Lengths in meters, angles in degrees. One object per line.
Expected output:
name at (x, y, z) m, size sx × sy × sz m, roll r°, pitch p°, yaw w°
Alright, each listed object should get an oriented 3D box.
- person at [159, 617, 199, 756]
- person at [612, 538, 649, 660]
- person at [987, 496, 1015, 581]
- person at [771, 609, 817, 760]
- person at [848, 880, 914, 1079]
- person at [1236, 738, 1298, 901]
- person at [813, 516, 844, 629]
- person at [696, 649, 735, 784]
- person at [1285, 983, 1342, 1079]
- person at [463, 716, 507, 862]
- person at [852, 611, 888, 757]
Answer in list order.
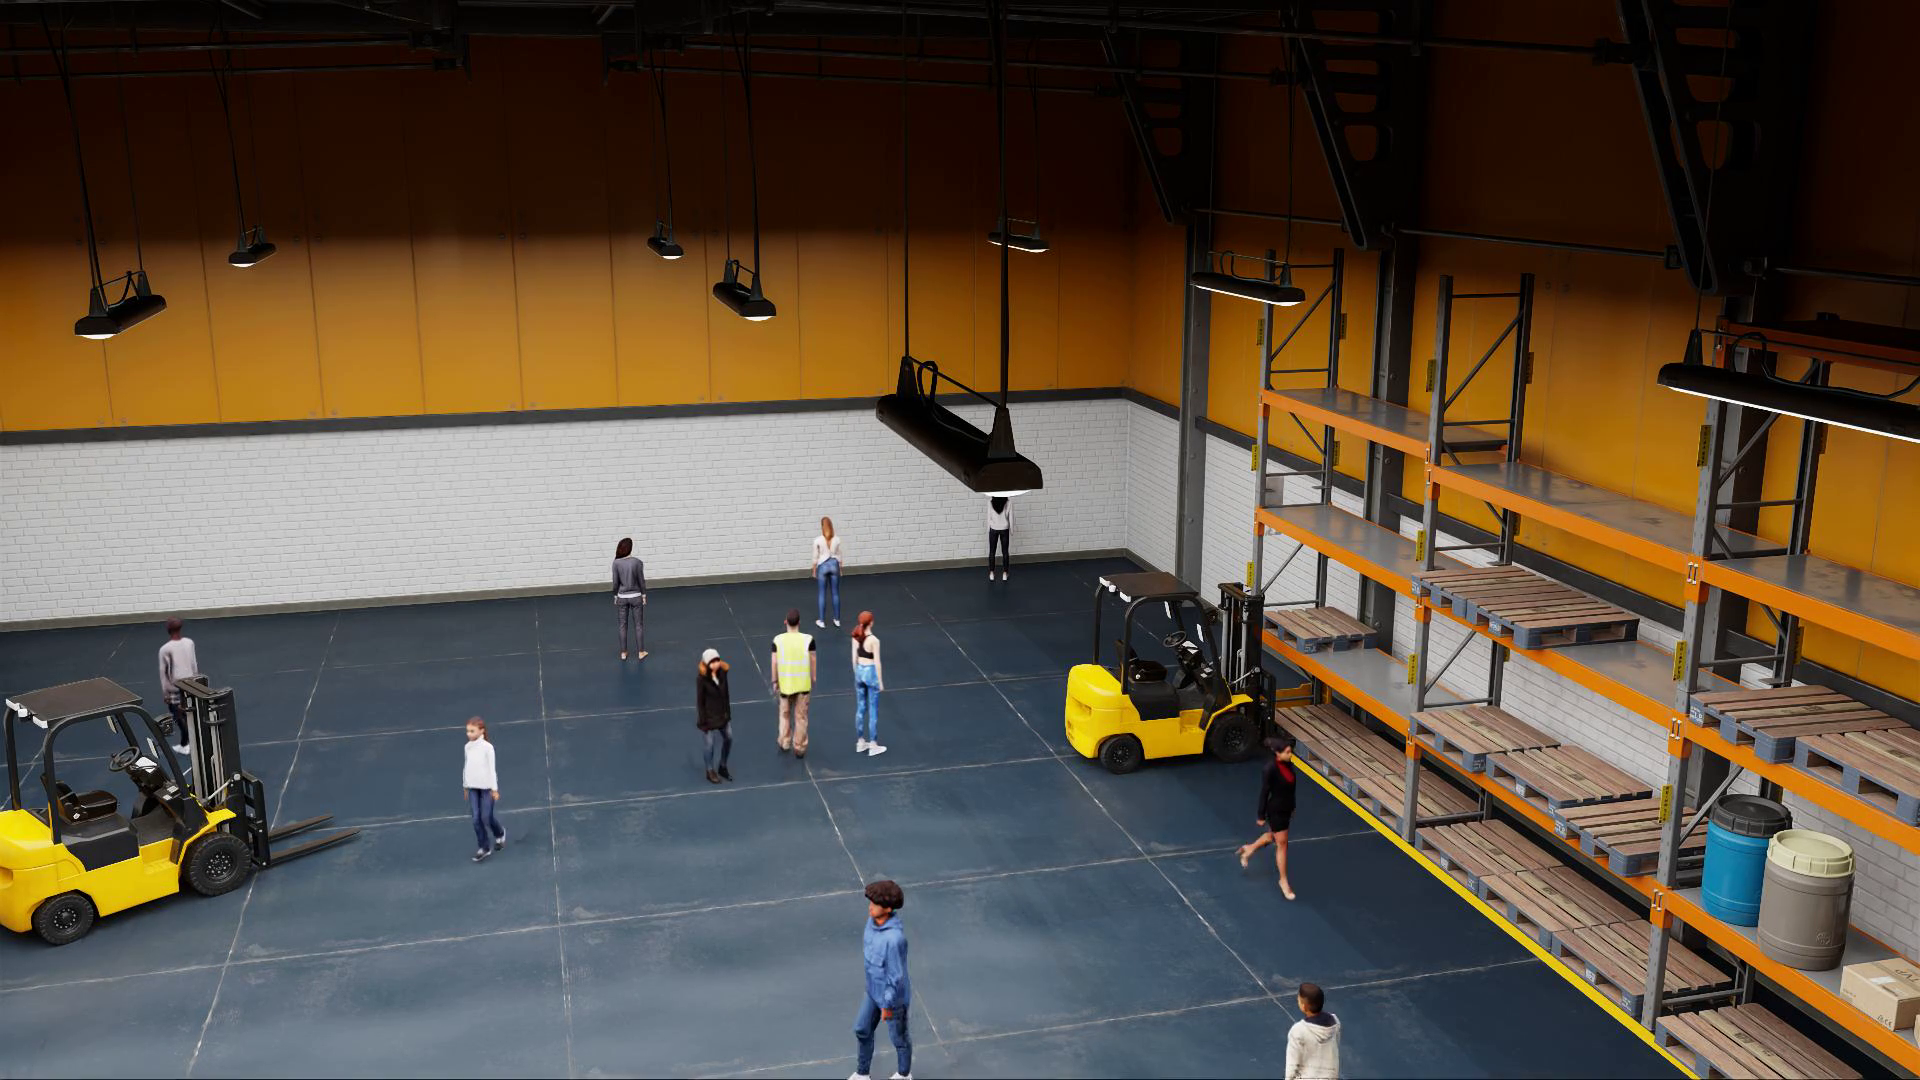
person at (-9.307, 1.796, 19.971) m, size 1.100 × 1.751 × 1.039 m, roll 8°, pitch 16°, yaw 30°
person at (-4.758, 0.828, 23.930) m, size 0.656 × 1.768 × 0.581 m, roll -1°, pitch 14°, yaw -3°
person at (0.666, -0.170, 28.198) m, size 0.665 × 1.701 × 0.640 m, roll 1°, pitch 14°, yaw 2°
person at (-1.989, 1.752, 19.982) m, size 0.757 × 1.831 × 0.789 m, roll -1°, pitch 14°, yaw -3°
person at (-0.498, 3.474, 12.952) m, size 0.875 × 1.793 × 0.856 m, roll -8°, pitch 16°, yaw -29°
person at (3.081, 2.720, 16.463) m, size 0.883 × 1.606 × 1.100 m, roll -13°, pitch 19°, yaw -43°
person at (-2.015, 0.478, 25.480) m, size 0.614 × 1.720 × 0.526 m, roll -4°, pitch 14°, yaw -17°
person at (-2.898, 2.021, 19.312) m, size 0.747 × 1.624 × 0.757 m, roll -12°, pitch 18°, yaw -41°
person at (2.586, 3.904, 11.936) m, size 0.623 × 1.435 × 0.739 m, roll -5°, pitch 14°, yaw -20°
person at (-4.921, 2.554, 17.281) m, size 0.702 × 1.544 × 0.777 m, roll 4°, pitch 14°, yaw 18°
person at (-1.133, 1.726, 20.186) m, size 0.665 × 1.785 × 0.731 m, roll 10°, pitch 17°, yaw 35°
